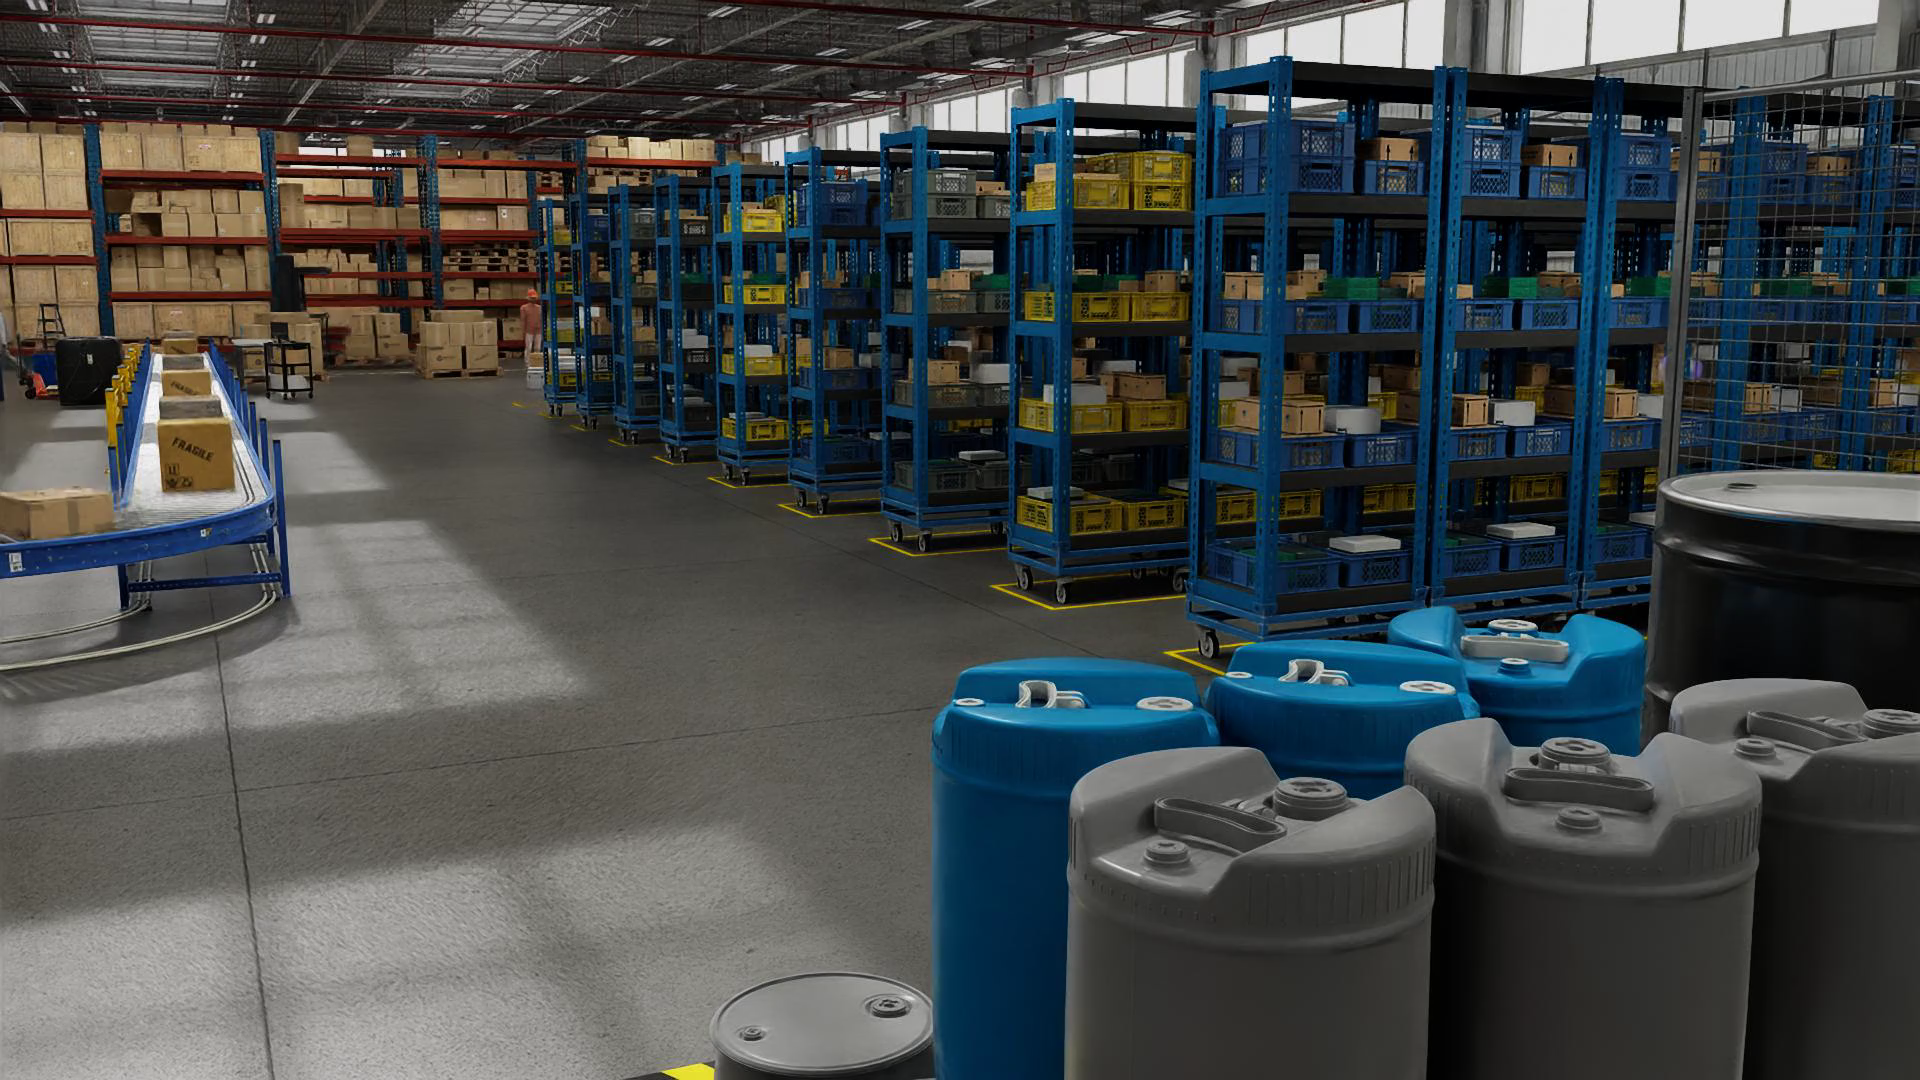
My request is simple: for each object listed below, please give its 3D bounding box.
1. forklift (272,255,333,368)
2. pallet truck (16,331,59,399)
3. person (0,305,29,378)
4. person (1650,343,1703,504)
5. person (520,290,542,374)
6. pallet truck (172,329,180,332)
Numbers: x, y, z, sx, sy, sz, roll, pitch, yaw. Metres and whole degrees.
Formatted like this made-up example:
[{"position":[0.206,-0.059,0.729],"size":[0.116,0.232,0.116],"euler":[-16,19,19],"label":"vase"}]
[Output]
[{"position":[-16.737,-5.690,41.390],"size":[1.873,2.768,1.129],"euler":[-2,9,-15],"label":"forklift"},{"position":[-17.082,-3.353,31.781],"size":[1.630,1.274,0.653],"euler":[-4,10,-25],"label":"pallet truck"},{"position":[-21.514,-4.505,37.407],"size":[0.869,1.802,0.604],"euler":[-6,11,-31],"label":"person"},{"position":[7.232,-1.214,16.828],"size":[0.572,1.840,0.373],"euler":[-4,10,-24],"label":"person"},{"position":[-10.107,-4.923,39.368],"size":[0.381,1.994,0.622],"euler":[9,12,43],"label":"person"},{"position":[-17.275,-3.851,35.096],"size":[1.601,1.201,0.680],"euler":[0,9,1],"label":"pallet truck"}]
